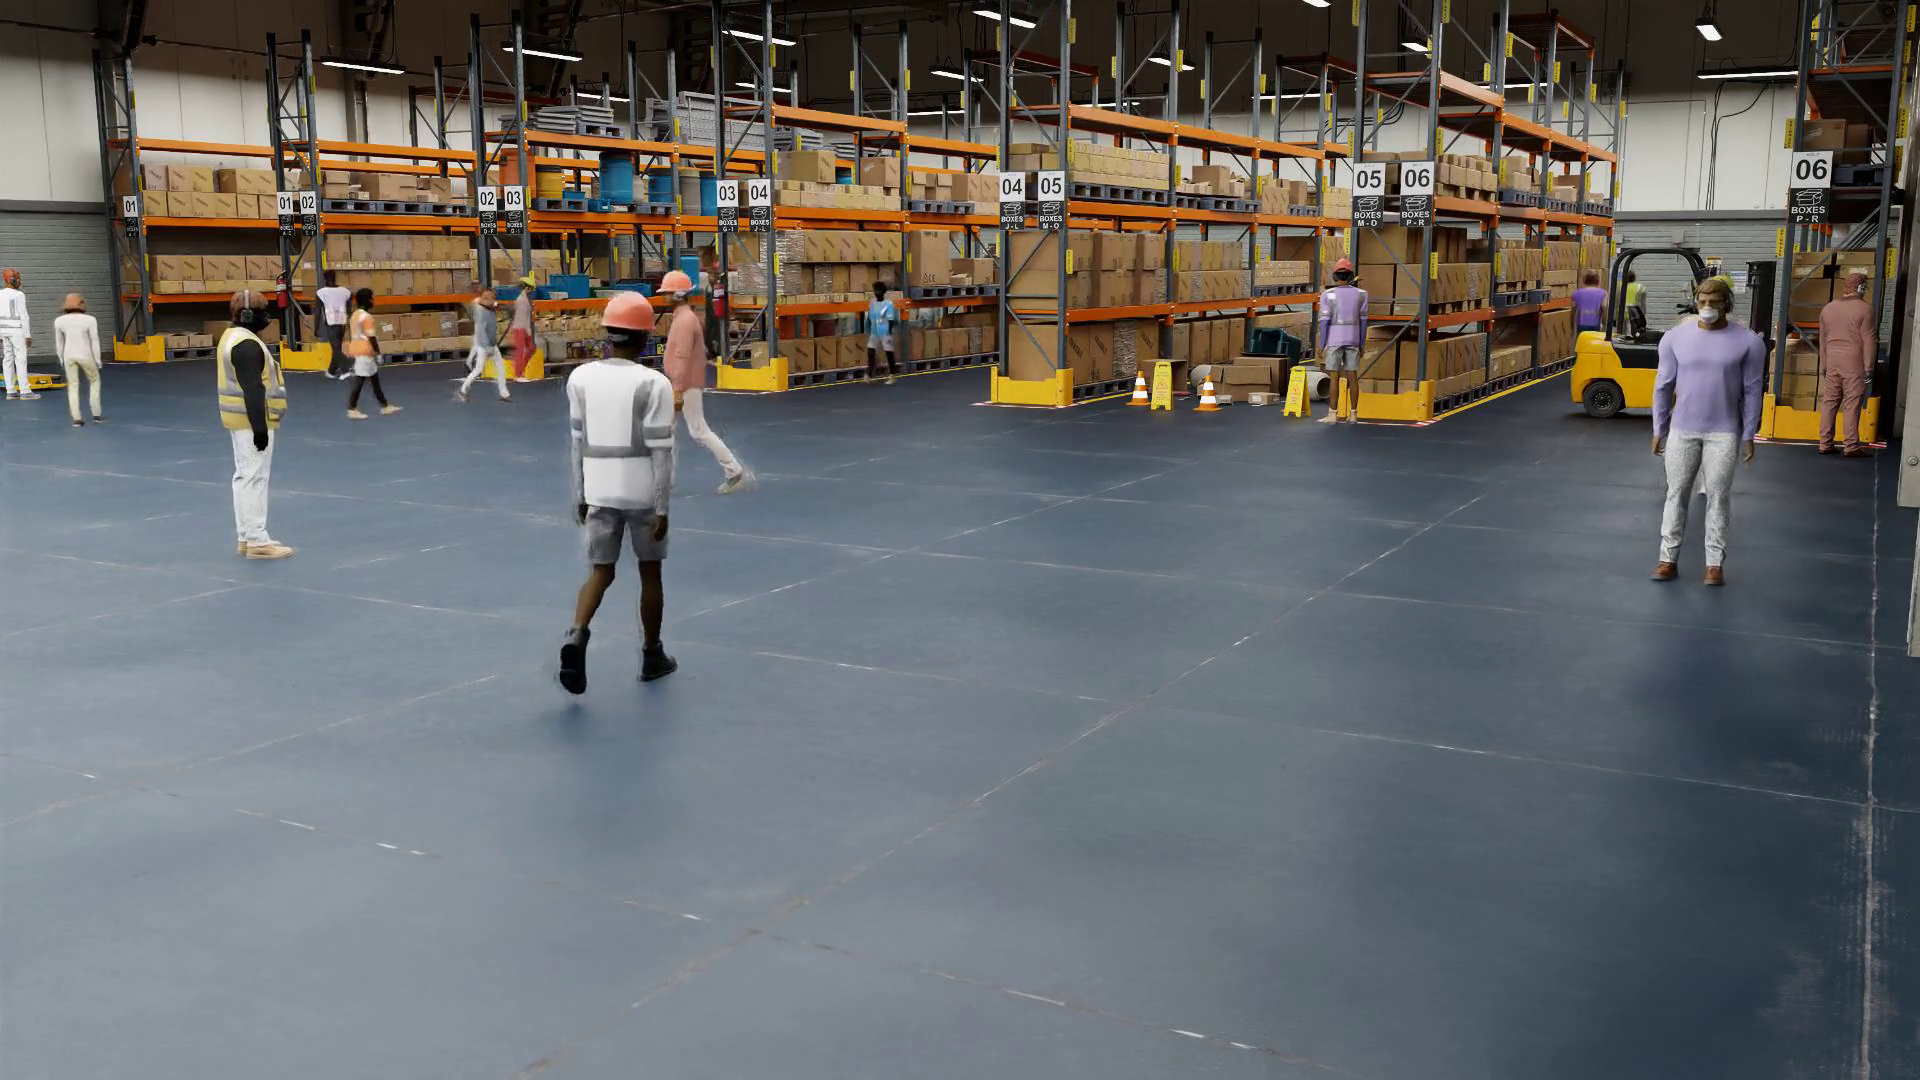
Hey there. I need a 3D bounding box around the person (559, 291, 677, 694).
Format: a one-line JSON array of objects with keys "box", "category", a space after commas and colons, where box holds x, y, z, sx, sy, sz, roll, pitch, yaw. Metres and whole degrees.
[{"box": [-1.629, -0.216, 7.898, 0.553, 1.913, 0.786, 2, 10, 13], "category": "person"}]

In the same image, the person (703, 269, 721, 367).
[{"box": [-4.608, -4.135, 31.054, 0.549, 1.830, 0.440, 6, 11, 30], "category": "person"}]

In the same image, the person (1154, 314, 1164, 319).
[{"box": [4.556, -5.224, 36.825, 0.682, 2.000, 0.537, 4, 10, 22], "category": "person"}]

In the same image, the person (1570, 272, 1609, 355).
[{"box": [10.462, -3.540, 27.653, 0.593, 1.796, 0.935, 5, 11, 26], "category": "person"}]

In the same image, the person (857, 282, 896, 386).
[{"box": [-1.302, -3.271, 26.480, 0.551, 1.653, 0.837, 7, 12, 34], "category": "person"}]

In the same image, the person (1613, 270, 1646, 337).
[{"box": [12.869, -4.285, 32.039, 0.621, 1.808, 0.915, 5, 11, 25], "category": "person"}]

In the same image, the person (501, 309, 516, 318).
[{"box": [-10.121, -5.191, 37.431, 0.575, 1.774, 0.951, 2, 10, 12], "category": "person"}]

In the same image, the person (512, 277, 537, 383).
[{"box": [-7.171, -3.449, 27.339, 0.396, 1.732, 0.632, -1, 10, -4], "category": "person"}]

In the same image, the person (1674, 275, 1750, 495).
[{"box": [6.461, -1.324, 14.363, 0.539, 1.910, 0.593, -9, 13, -42], "category": "person"}]

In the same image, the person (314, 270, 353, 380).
[{"box": [-10.530, -3.625, 28.038, 1.074, 1.859, 0.604, 9, 13, 43], "category": "person"}]

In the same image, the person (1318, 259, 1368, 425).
[{"box": [4.702, -2.431, 20.489, 0.605, 2.037, 0.394, -1, 10, -6], "category": "person"}]

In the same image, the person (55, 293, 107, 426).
[{"box": [-10.801, -2.222, 20.483, 0.533, 1.613, 0.620, -1, 10, -6], "category": "person"}]

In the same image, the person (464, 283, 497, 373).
[{"box": [-8.459, -3.741, 29.402, 0.521, 1.604, 0.806, 4, 11, 23], "category": "person"}]

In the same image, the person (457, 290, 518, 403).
[{"box": [-6.731, -2.733, 23.526, 0.810, 1.600, 0.504, 2, 10, 12], "category": "person"}]

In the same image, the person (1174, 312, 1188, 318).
[{"box": [4.139, -4.292, 31.892, 0.508, 1.865, 0.329, 5, 11, 26], "category": "person"}]

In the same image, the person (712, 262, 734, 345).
[{"box": [-5.621, -5.530, 38.940, 0.615, 1.944, 1.045, 4, 11, 23], "category": "person"}]

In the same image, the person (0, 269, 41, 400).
[{"box": [-13.675, -2.966, 24.059, 0.574, 1.886, 0.361, 4, 10, 21], "category": "person"}]

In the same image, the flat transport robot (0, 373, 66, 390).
[{"box": [-14.712, -2.482, 25.947, 1.431, 0.197, 0.652, 5, 11, 28], "category": "flat transport robot"}]

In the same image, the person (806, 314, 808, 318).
[{"box": [-3.698, -5.425, 38.301, 0.542, 1.939, 0.366, 8, 12, 38], "category": "person"}]

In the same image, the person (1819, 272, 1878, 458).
[{"box": [9.205, -1.806, 17.212, 0.410, 1.907, 0.642, -4, 10, -22], "category": "person"}]

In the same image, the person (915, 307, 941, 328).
[{"box": [-0.662, -4.647, 34.380, 0.502, 1.722, 0.509, 5, 11, 28], "category": "person"}]

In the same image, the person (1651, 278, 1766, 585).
[{"box": [4.708, -0.681, 10.526, 0.635, 1.937, 0.352, 6, 11, 29], "category": "person"}]

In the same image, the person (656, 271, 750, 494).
[{"box": [-2.319, -1.342, 14.361, 0.979, 1.958, 0.622, -3, 10, -15], "category": "person"}]

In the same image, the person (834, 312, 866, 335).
[{"box": [-2.150, -4.495, 33.248, 0.601, 1.804, 0.801, 6, 11, 30], "category": "person"}]

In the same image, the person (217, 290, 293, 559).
[{"box": [-4.863, -0.794, 11.470, 0.429, 1.841, 0.634, -6, 11, -31], "category": "person"}]

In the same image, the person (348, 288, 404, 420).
[{"box": [-7.457, -2.365, 21.170, 0.838, 1.655, 0.549, -7, 12, -36], "category": "person"}]

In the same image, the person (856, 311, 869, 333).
[{"box": [-2.071, -4.913, 35.449, 0.647, 1.898, 1.012, 5, 11, 25], "category": "person"}]
